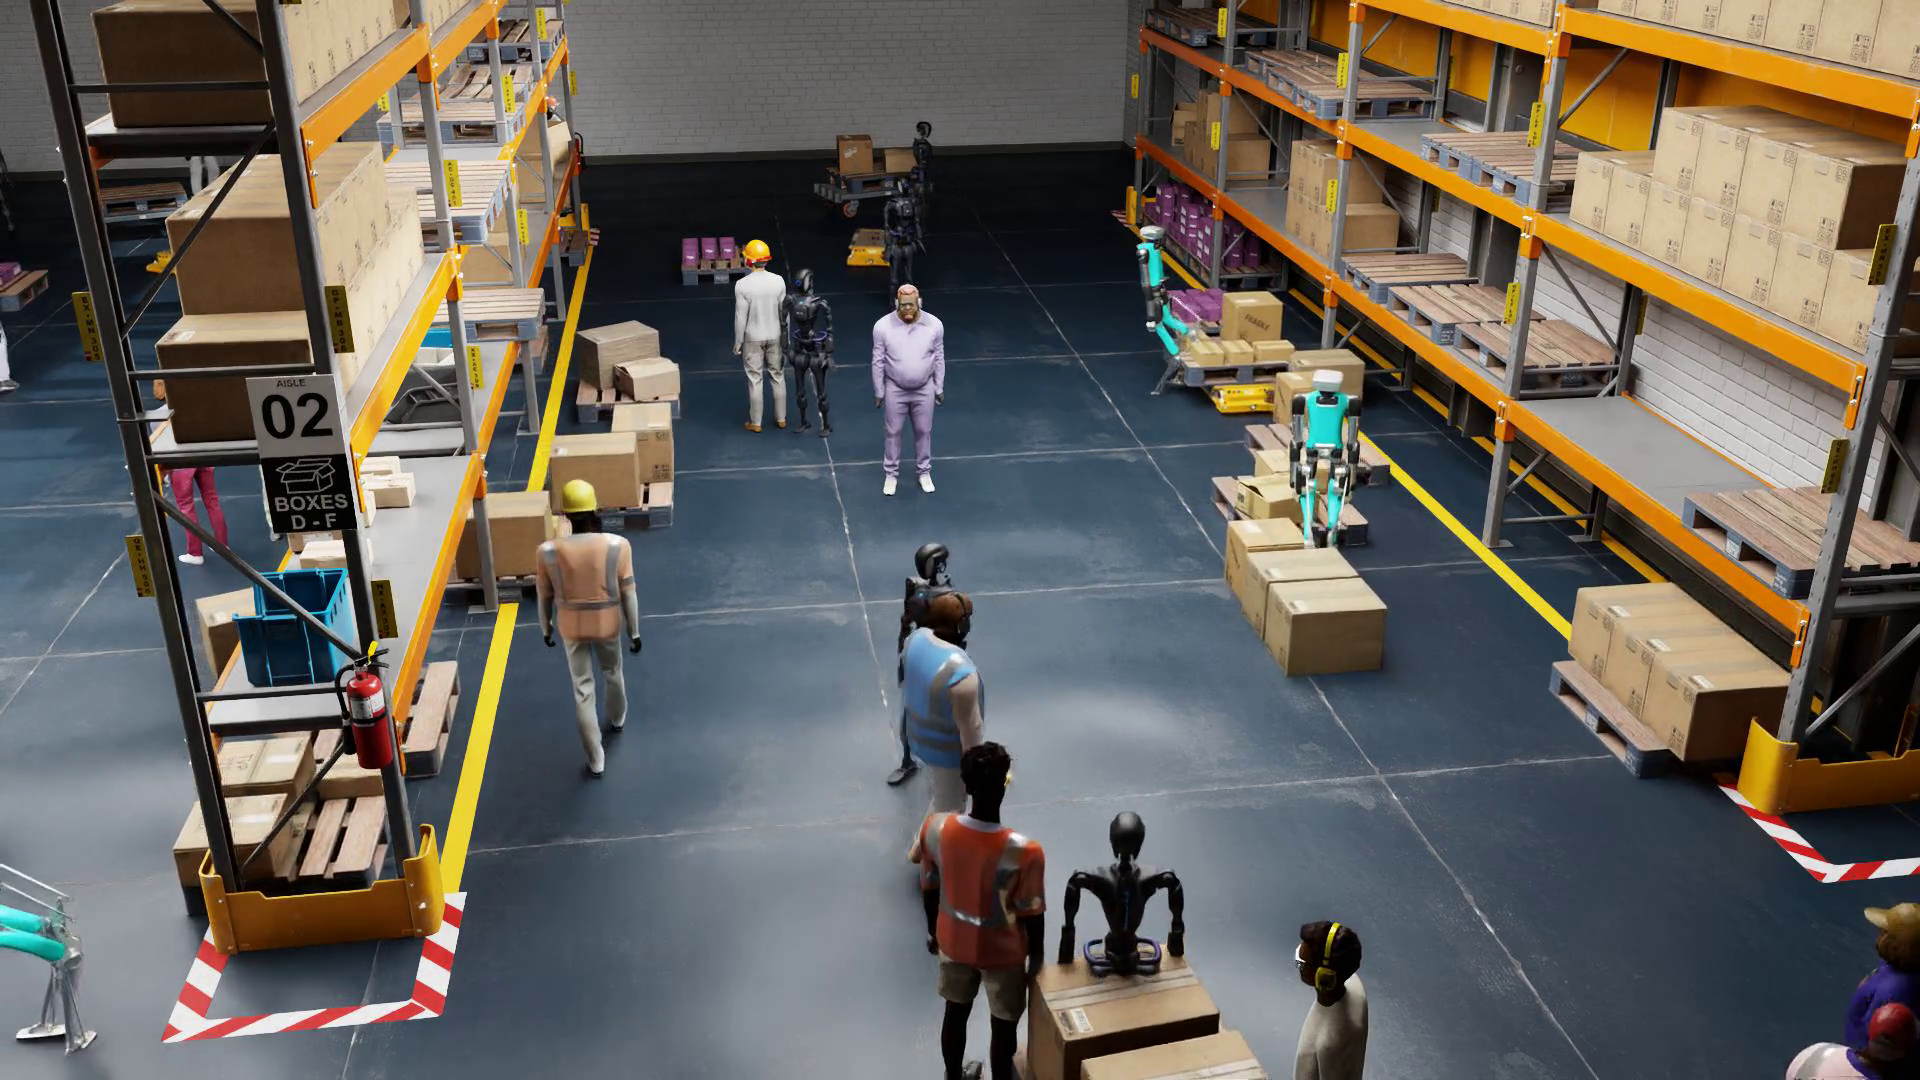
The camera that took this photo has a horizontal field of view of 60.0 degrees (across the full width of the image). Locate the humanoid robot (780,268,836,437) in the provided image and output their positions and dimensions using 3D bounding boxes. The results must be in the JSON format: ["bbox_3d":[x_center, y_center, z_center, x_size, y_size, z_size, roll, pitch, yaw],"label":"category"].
[{"bbox_3d":[-1.457,-1.810,16.044,0.602,1.652,0.325,9,25,20],"label":"humanoid robot"}]

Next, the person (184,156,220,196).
[{"bbox_3d":[-11.623,-5.981,25.373,0.430,1.824,0.641,11,26,23],"label":"person"}]

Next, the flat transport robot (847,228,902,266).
[{"bbox_3d":[-1.156,-4.027,22.853,0.659,0.231,1.431,1,24,2],"label":"flat transport robot"}]

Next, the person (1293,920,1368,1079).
[{"bbox_3d":[1.396,2.282,6.491,0.310,1.868,0.528,8,25,17],"label":"person"}]

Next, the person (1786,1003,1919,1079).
[{"bbox_3d":[3.388,2.449,6.325,0.937,1.696,0.591,-16,28,-32],"label":"person"}]

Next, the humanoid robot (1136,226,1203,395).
[{"bbox_3d":[2.207,-2.336,17.183,0.836,1.769,0.539,10,26,22],"label":"humanoid robot"}]

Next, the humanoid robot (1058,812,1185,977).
[{"bbox_3d":[0.718,1.949,7.475,0.610,1.648,0.311,-1,24,-2],"label":"humanoid robot"}]

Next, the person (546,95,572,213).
[{"bbox_3d":[-6.125,-5.829,25.107,0.329,1.752,0.560,-16,29,-33],"label":"person"}]

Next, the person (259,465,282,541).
[{"bbox_3d":[-5.641,-0.840,13.754,0.566,1.743,0.346,-12,26,-25],"label":"person"}]

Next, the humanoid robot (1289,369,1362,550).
[{"bbox_3d":[2.743,-0.314,12.629,0.549,1.829,0.875,5,24,10],"label":"humanoid robot"}]

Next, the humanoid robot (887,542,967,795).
[{"bbox_3d":[-0.159,0.793,10.120,0.328,1.653,0.593,-21,31,-39],"label":"humanoid robot"}]

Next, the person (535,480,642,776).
[{"bbox_3d":[-2.350,0.486,10.553,0.611,1.892,0.869,-5,24,-12],"label":"person"}]

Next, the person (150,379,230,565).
[{"bbox_3d":[-6.191,-0.591,13.335,0.288,1.628,0.498,15,28,31],"label":"person"}]

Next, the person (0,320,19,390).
[{"bbox_3d":[-10.234,-2.444,17.211,0.526,1.902,0.580,2,24,5],"label":"person"}]

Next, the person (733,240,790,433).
[{"bbox_3d":[-1.924,-1.975,16.153,0.580,1.897,0.344,-11,26,-24],"label":"person"}]

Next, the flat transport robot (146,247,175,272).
[{"bbox_3d":[-10.282,-3.875,22.506,0.659,0.231,1.431,4,24,10],"label":"flat transport robot"}]

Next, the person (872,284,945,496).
[{"bbox_3d":[-0.443,-1.317,14.644,0.645,1.906,0.404,-3,24,-8],"label":"person"}]

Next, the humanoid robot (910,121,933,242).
[{"bbox_3d":[-0.538,-5.068,23.465,0.307,1.658,0.609,2,24,4],"label":"humanoid robot"}]

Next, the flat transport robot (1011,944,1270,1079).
[{"bbox_3d":[0.862,2.803,7.293,1.431,0.231,0.659,-6,24,-14],"label":"flat transport robot"}]

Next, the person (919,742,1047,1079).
[{"bbox_3d":[0.119,1.793,7.486,0.614,1.962,0.386,12,26,25],"label":"person"}]

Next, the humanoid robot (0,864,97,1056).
[{"bbox_3d":[-4.566,1.705,7.992,0.814,1.800,0.581,-17,29,-34],"label":"humanoid robot"}]

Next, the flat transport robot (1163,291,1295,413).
[{"bbox_3d":[2.861,-1.653,17.443,0.659,0.231,1.431,-3,24,-8],"label":"flat transport robot"}]

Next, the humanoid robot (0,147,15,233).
[{"bbox_3d":[-13.978,-5.221,23.891,0.609,1.617,0.793,-14,27,-29],"label":"humanoid robot"}]

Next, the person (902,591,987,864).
[{"bbox_3d":[-0.059,1.136,9.162,0.460,1.818,0.645,-11,26,-24],"label":"person"}]

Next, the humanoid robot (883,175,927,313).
[{"bbox_3d":[-0.689,-3.558,20.029,0.599,1.655,0.330,-19,30,-37],"label":"humanoid robot"}]

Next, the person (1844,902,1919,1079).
[{"bbox_3d":[3.885,2.218,6.943,0.470,1.607,0.507,-15,28,-30],"label":"person"}]
